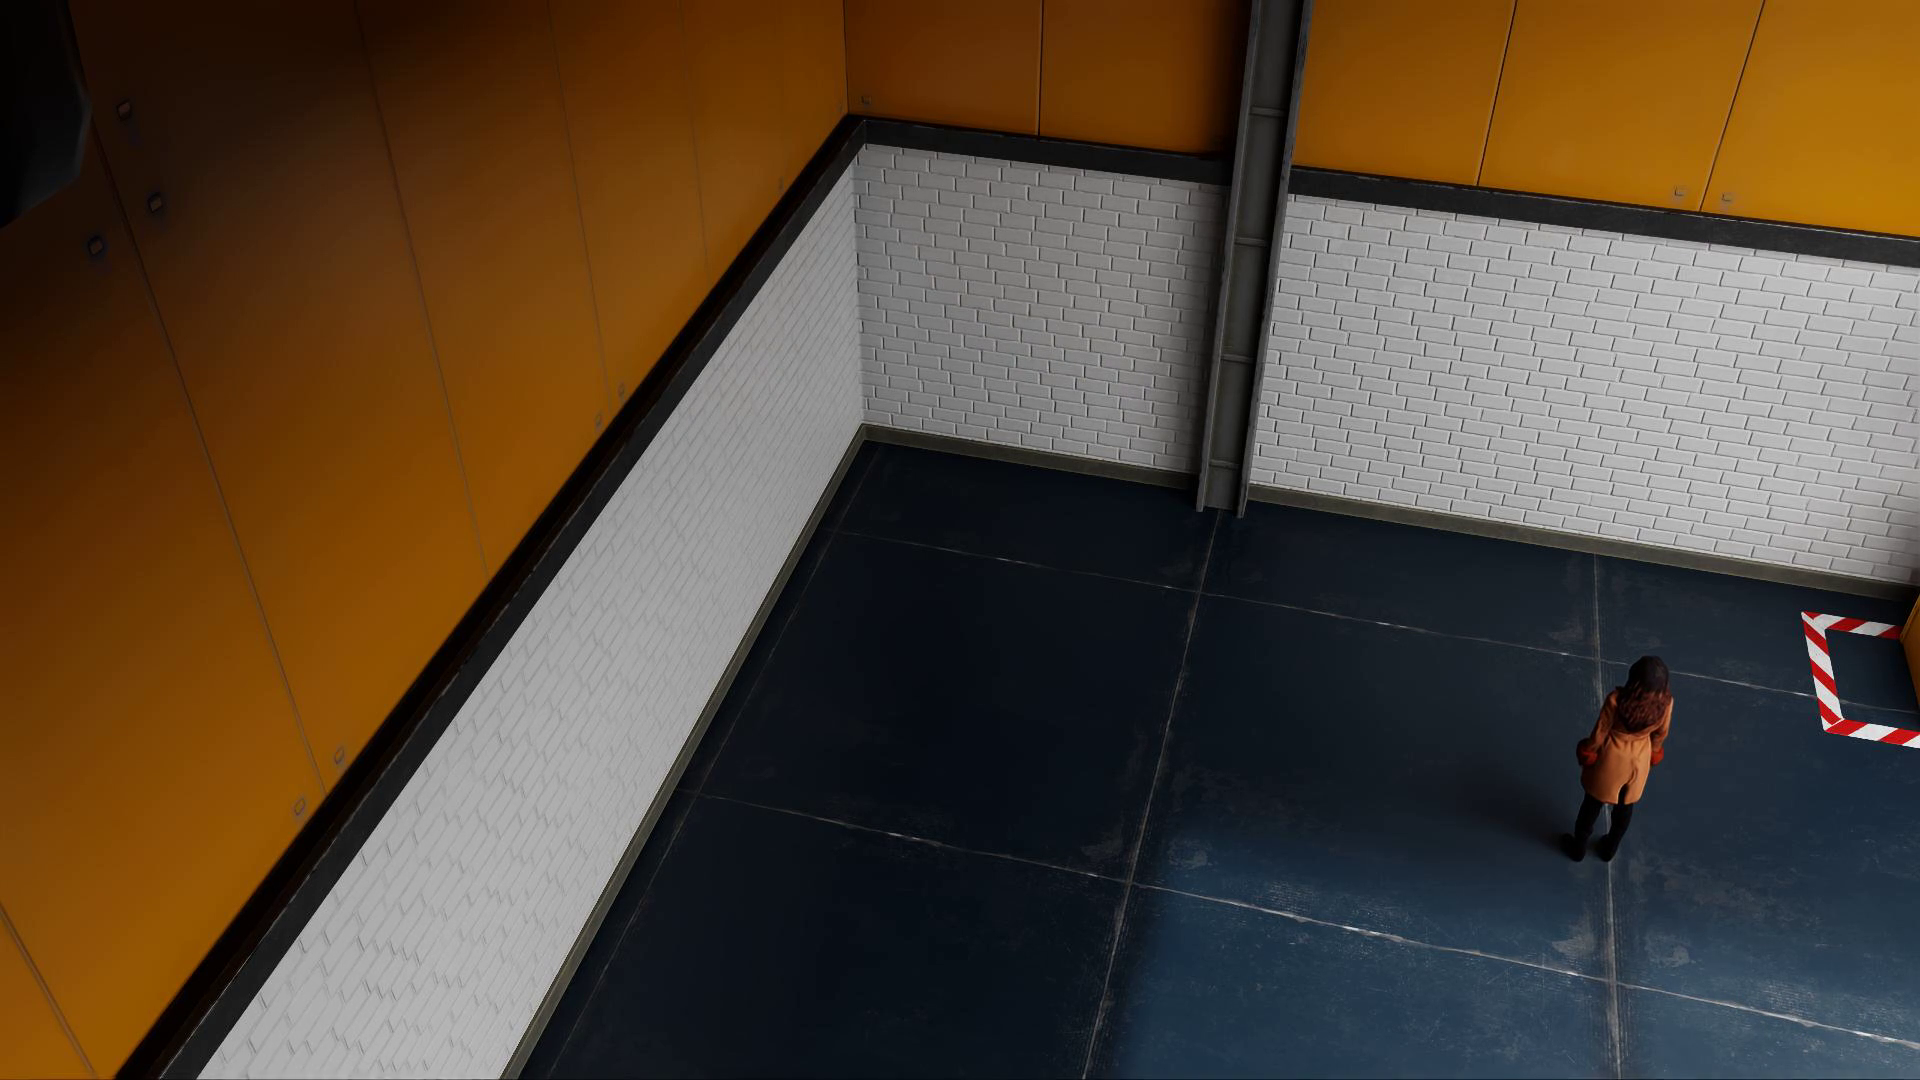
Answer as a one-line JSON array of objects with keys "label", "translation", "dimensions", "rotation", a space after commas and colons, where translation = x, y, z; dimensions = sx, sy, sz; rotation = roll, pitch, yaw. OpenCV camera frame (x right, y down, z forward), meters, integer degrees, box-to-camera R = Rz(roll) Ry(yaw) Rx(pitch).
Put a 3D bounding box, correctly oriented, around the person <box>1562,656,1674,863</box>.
[{"label": "person", "translation": [4.141, 1.378, 10.433], "dimensions": [0.597, 1.719, 0.789], "rotation": [2, 39, 3]}]
